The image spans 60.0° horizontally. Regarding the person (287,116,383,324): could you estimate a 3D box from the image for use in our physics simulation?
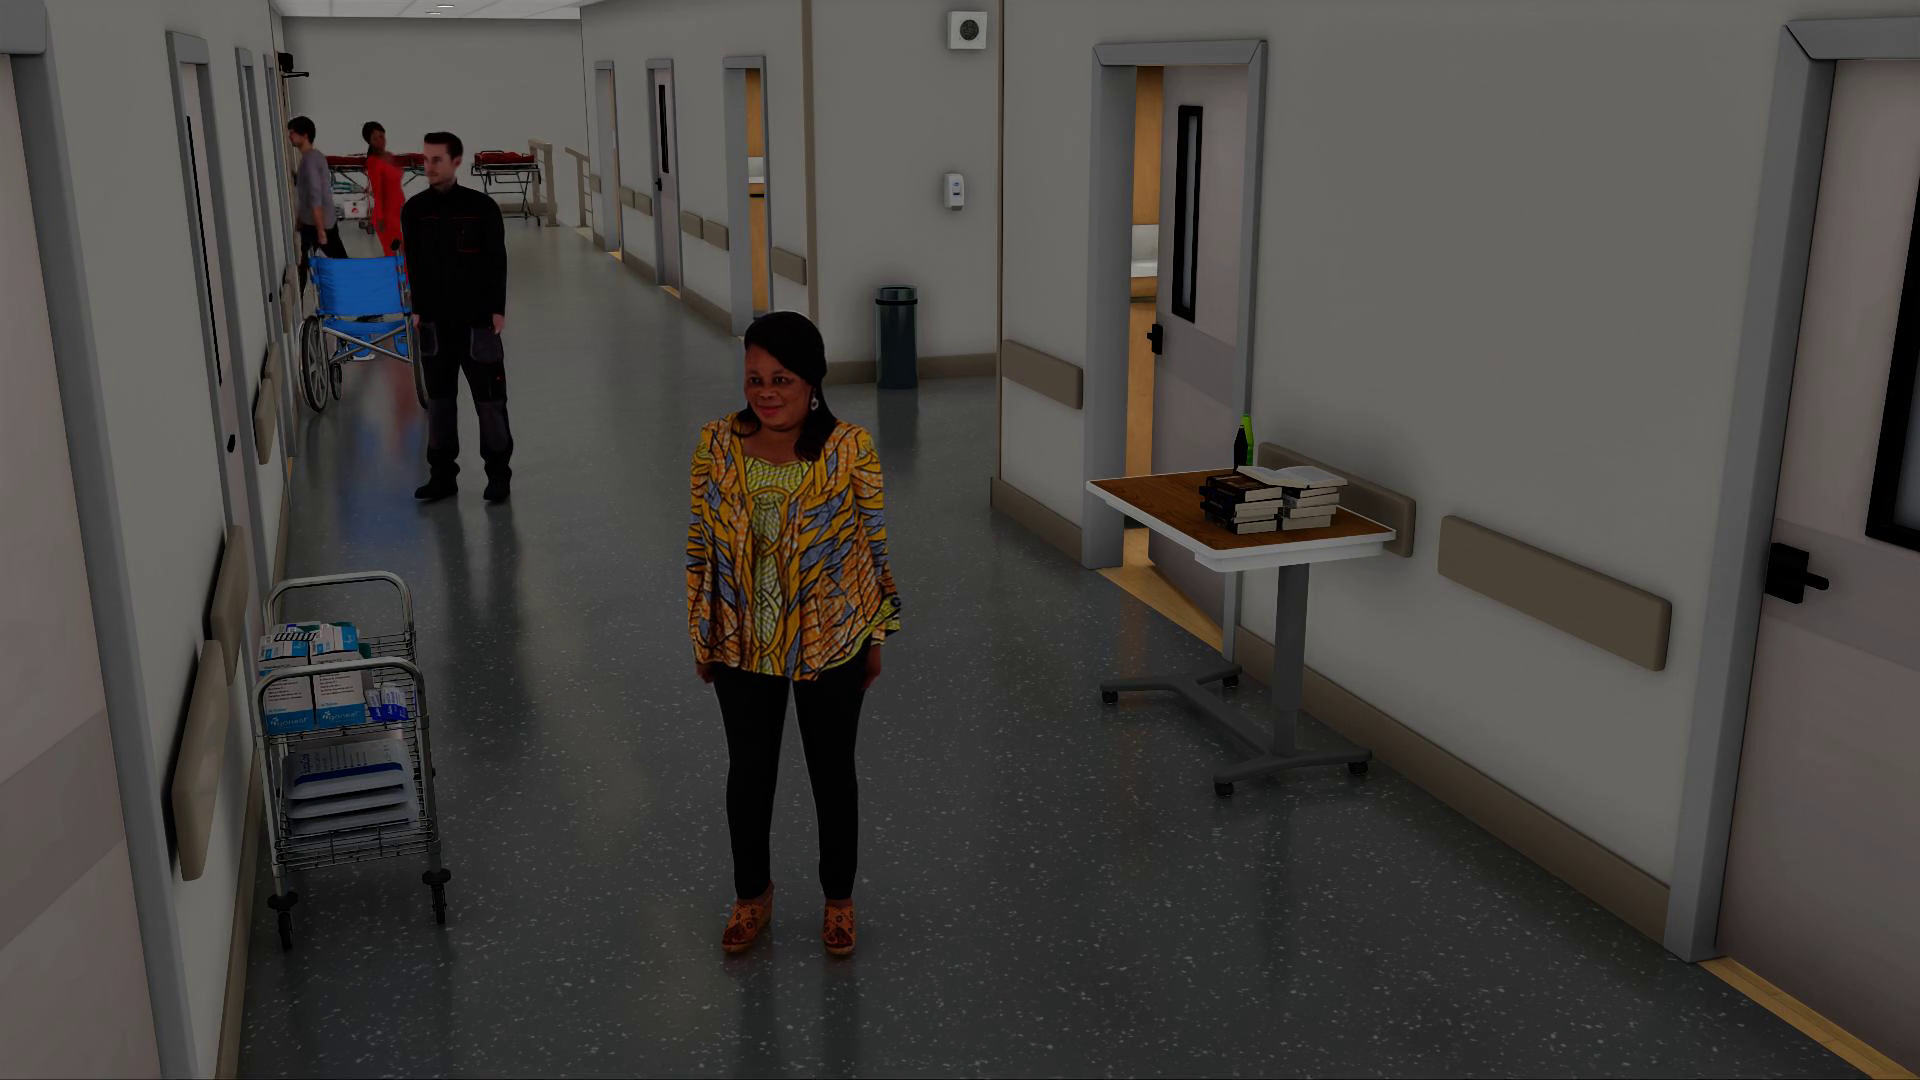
[{"bbox_3d":[-5.405,-2.673,14.284,0.929,1.783,1.227,-2,16,-7],"label":"person"}]

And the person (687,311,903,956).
[{"bbox_3d":[-0.418,0.252,4.145,0.839,1.654,0.883,1,16,3],"label":"person"}]

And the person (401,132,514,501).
[{"bbox_3d":[-2.612,-1.151,8.649,0.767,1.910,0.731,1,16,4],"label":"person"}]
